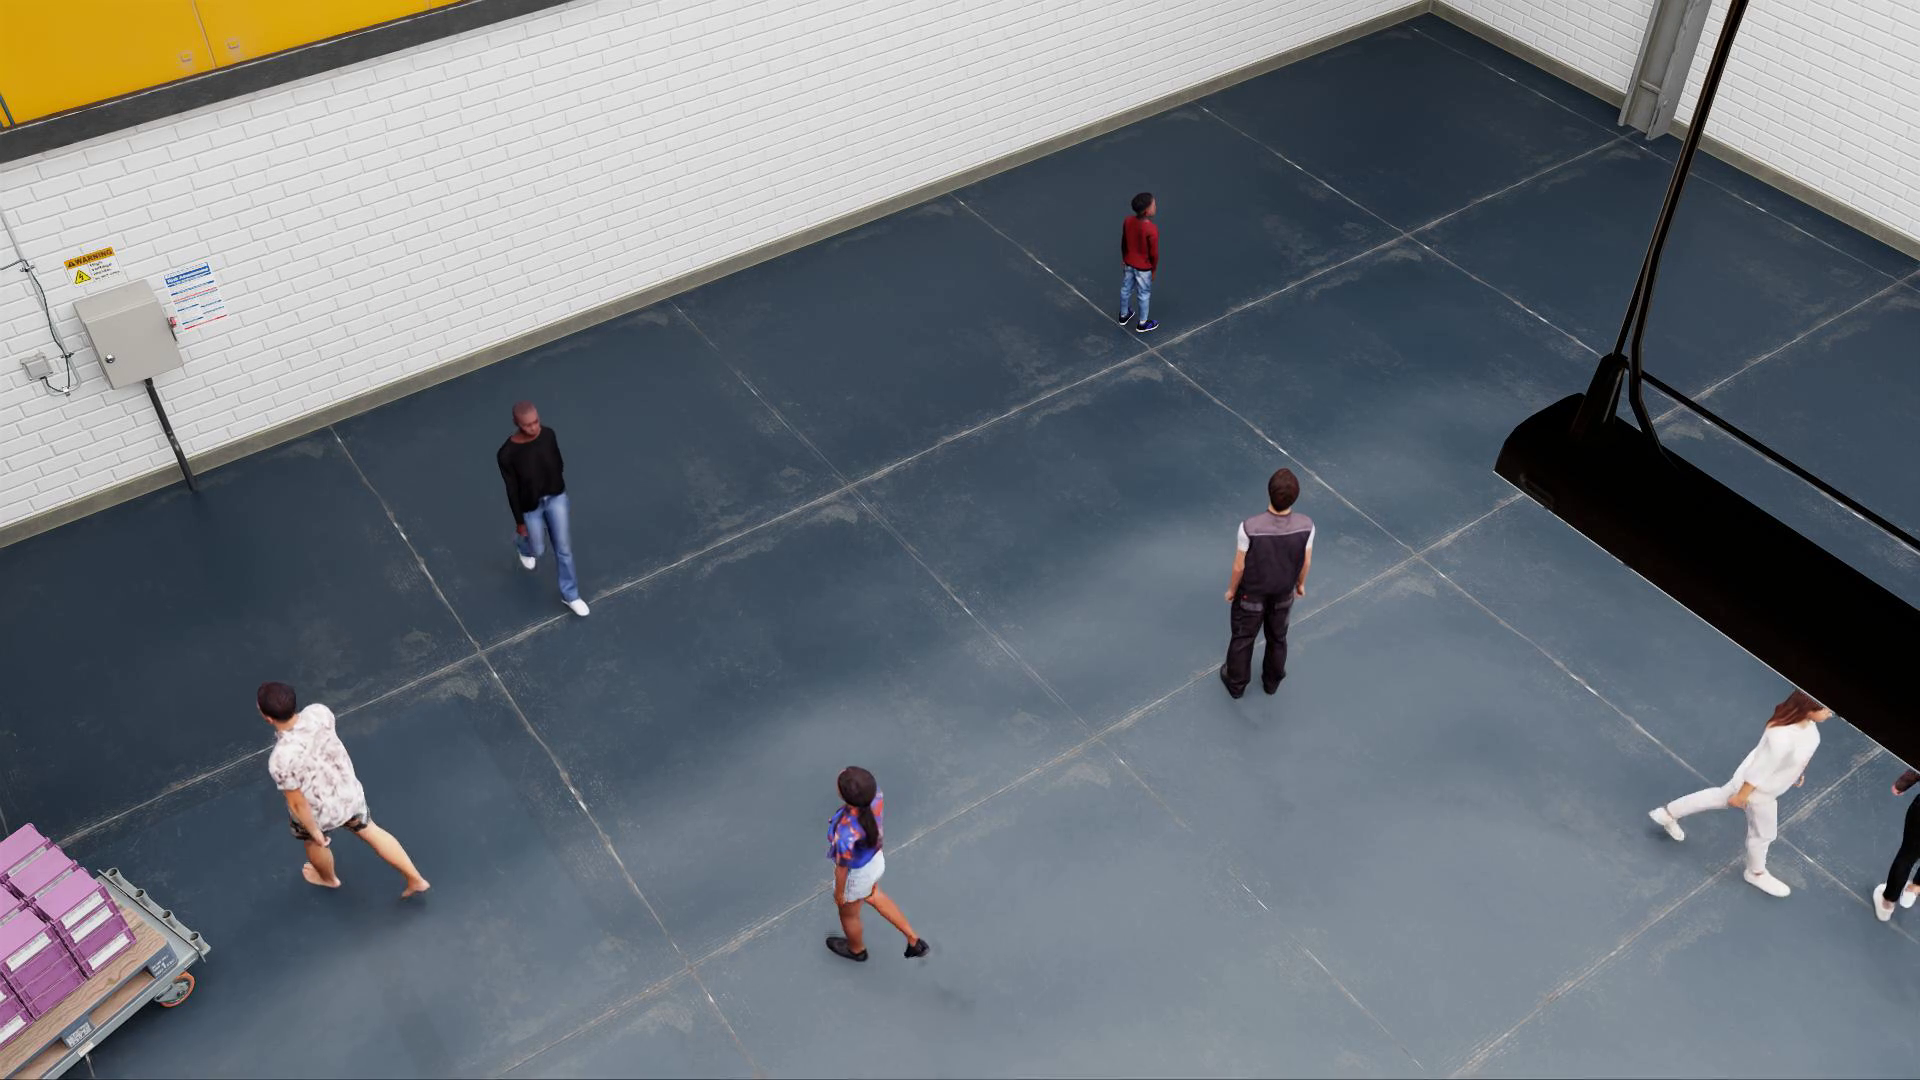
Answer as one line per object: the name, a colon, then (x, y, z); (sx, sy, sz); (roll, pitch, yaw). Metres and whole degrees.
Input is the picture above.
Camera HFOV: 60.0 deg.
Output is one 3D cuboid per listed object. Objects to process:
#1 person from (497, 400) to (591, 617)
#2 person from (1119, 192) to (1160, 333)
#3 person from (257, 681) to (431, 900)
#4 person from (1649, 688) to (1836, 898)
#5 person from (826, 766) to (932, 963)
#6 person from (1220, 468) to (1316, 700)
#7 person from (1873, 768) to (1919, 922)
person: (-2.870, -0.267, 11.202); (0.657, 1.733, 1.005); (-32, 52, -29)
person: (1.469, -2.284, 13.667); (0.481, 1.254, 0.608); (33, 52, 29)
person: (-3.492, 1.456, 9.343); (1.200, 1.802, 1.006); (18, 47, 18)
person: (4.543, 1.338, 9.572); (1.170, 1.657, 0.843); (27, 50, 25)
person: (-0.470, 1.834, 8.999); (0.977, 1.730, 0.828); (19, 47, 19)
person: (1.939, 0.295, 10.528); (0.757, 1.848, 0.761); (-3, 44, -3)
person: (5.496, 1.593, 9.287); (0.753, 1.681, 0.834); (14, 45, 14)
